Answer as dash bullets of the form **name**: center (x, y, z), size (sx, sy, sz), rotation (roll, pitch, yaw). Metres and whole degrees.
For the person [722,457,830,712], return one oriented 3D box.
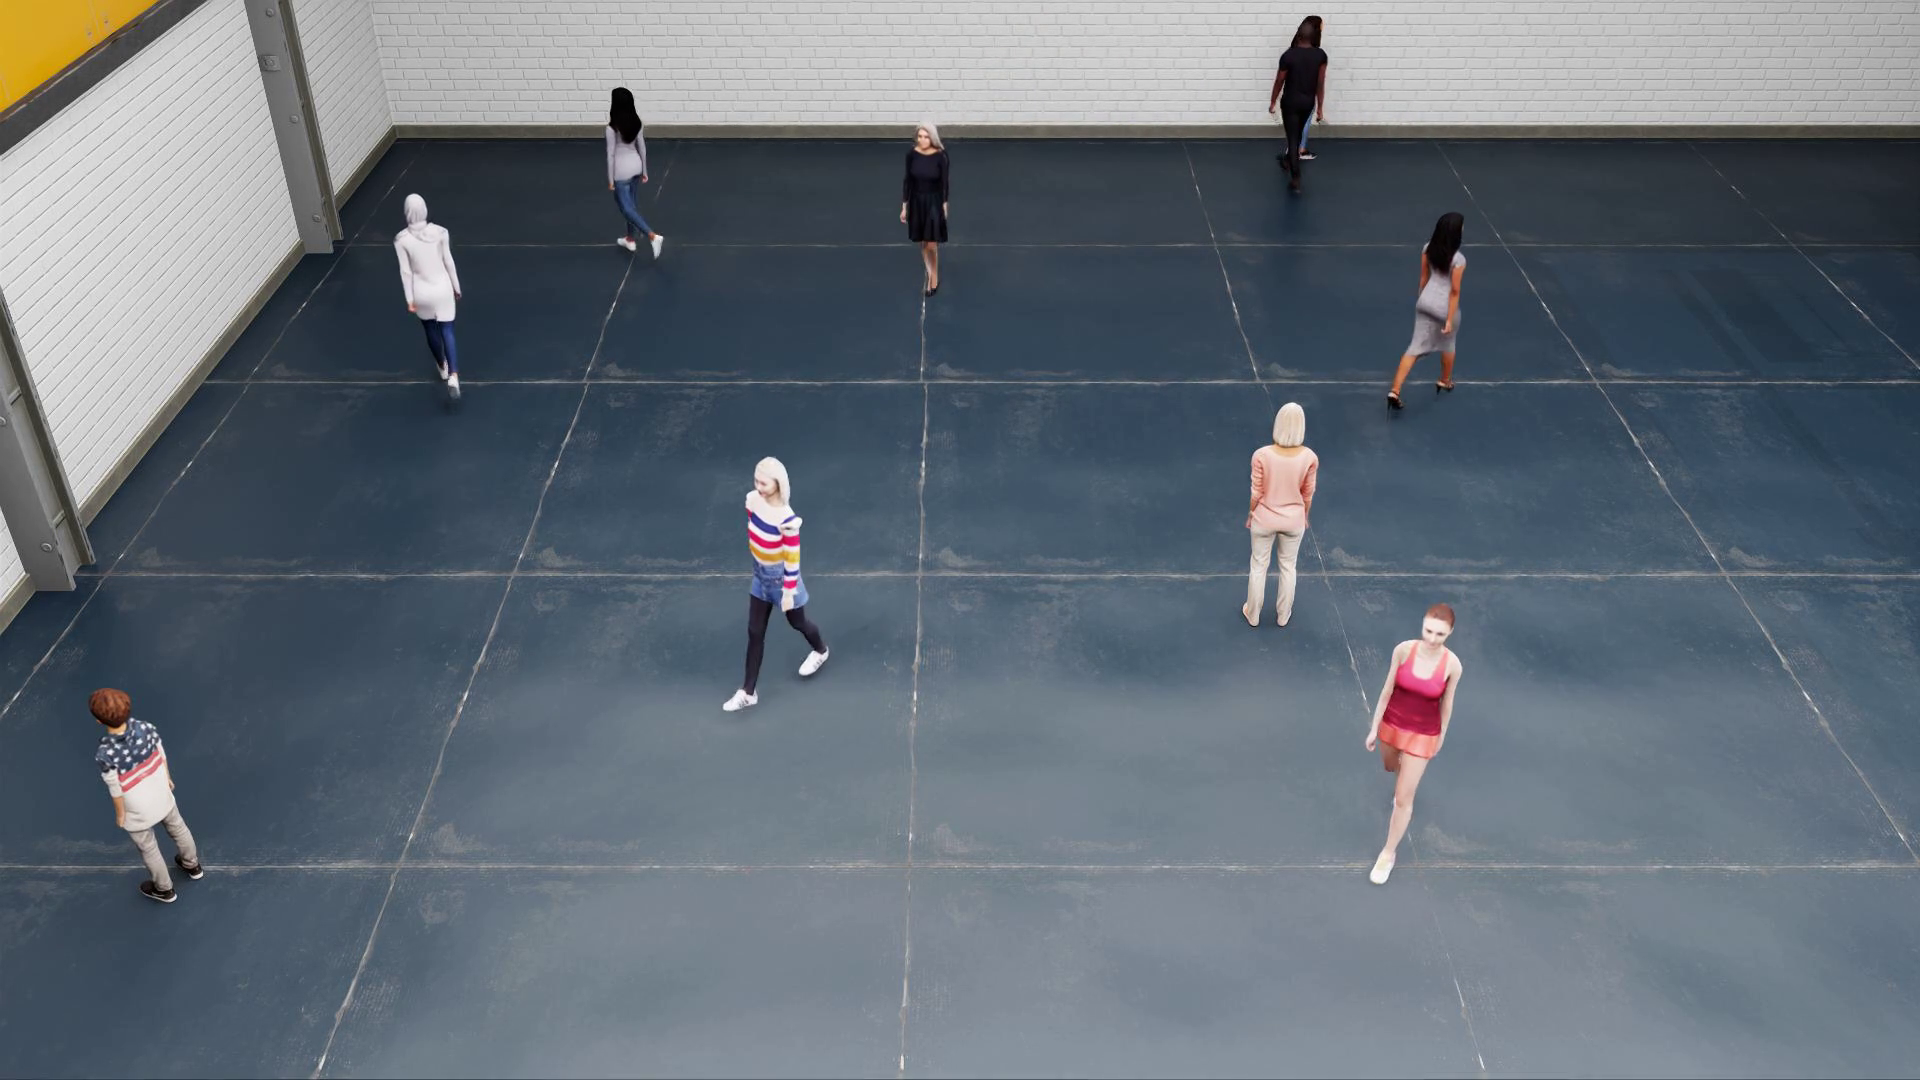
- **person**: center (-1.108, 0.236, 10.708), size (1.128, 1.763, 1.220), rotation (26, 42, 34)

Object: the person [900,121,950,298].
- **person**: center (-0.302, -3.165, 15.850), size (0.715, 1.734, 0.768), rotation (10, 35, 15)

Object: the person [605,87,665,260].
- **person**: center (-3.253, -3.609, 16.536), size (1.067, 1.714, 1.051), rotation (25, 41, 33)

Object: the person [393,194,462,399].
- **person**: center (-4.481, -2.041, 14.146), size (0.885, 1.749, 1.163), rotation (-11, 35, -16)

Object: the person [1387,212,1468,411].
- **person**: center (3.903, -1.856, 13.876), size (1.102, 1.739, 1.089), rotation (-25, 41, -32)

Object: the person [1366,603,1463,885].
- **person**: center (2.588, 1.048, 9.523), size (0.971, 1.722, 1.184), rotation (19, 38, 27)

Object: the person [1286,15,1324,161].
- **person**: center (3.940, -5.167, 18.968), size (0.759, 1.617, 0.668), rotation (-16, 37, -22)

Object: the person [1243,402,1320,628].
- **person**: center (2.171, -0.161, 11.338), size (0.605, 1.726, 0.524), rotation (1, 34, 2)

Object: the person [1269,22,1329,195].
- **person**: center (3.683, -4.647, 18.049), size (0.806, 1.769, 1.228), rotation (-5, 34, -7)

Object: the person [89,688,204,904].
- **person**: center (-4.549, 1.399, 9.251), size (0.653, 1.438, 0.553), rotation (16, 37, 23)
